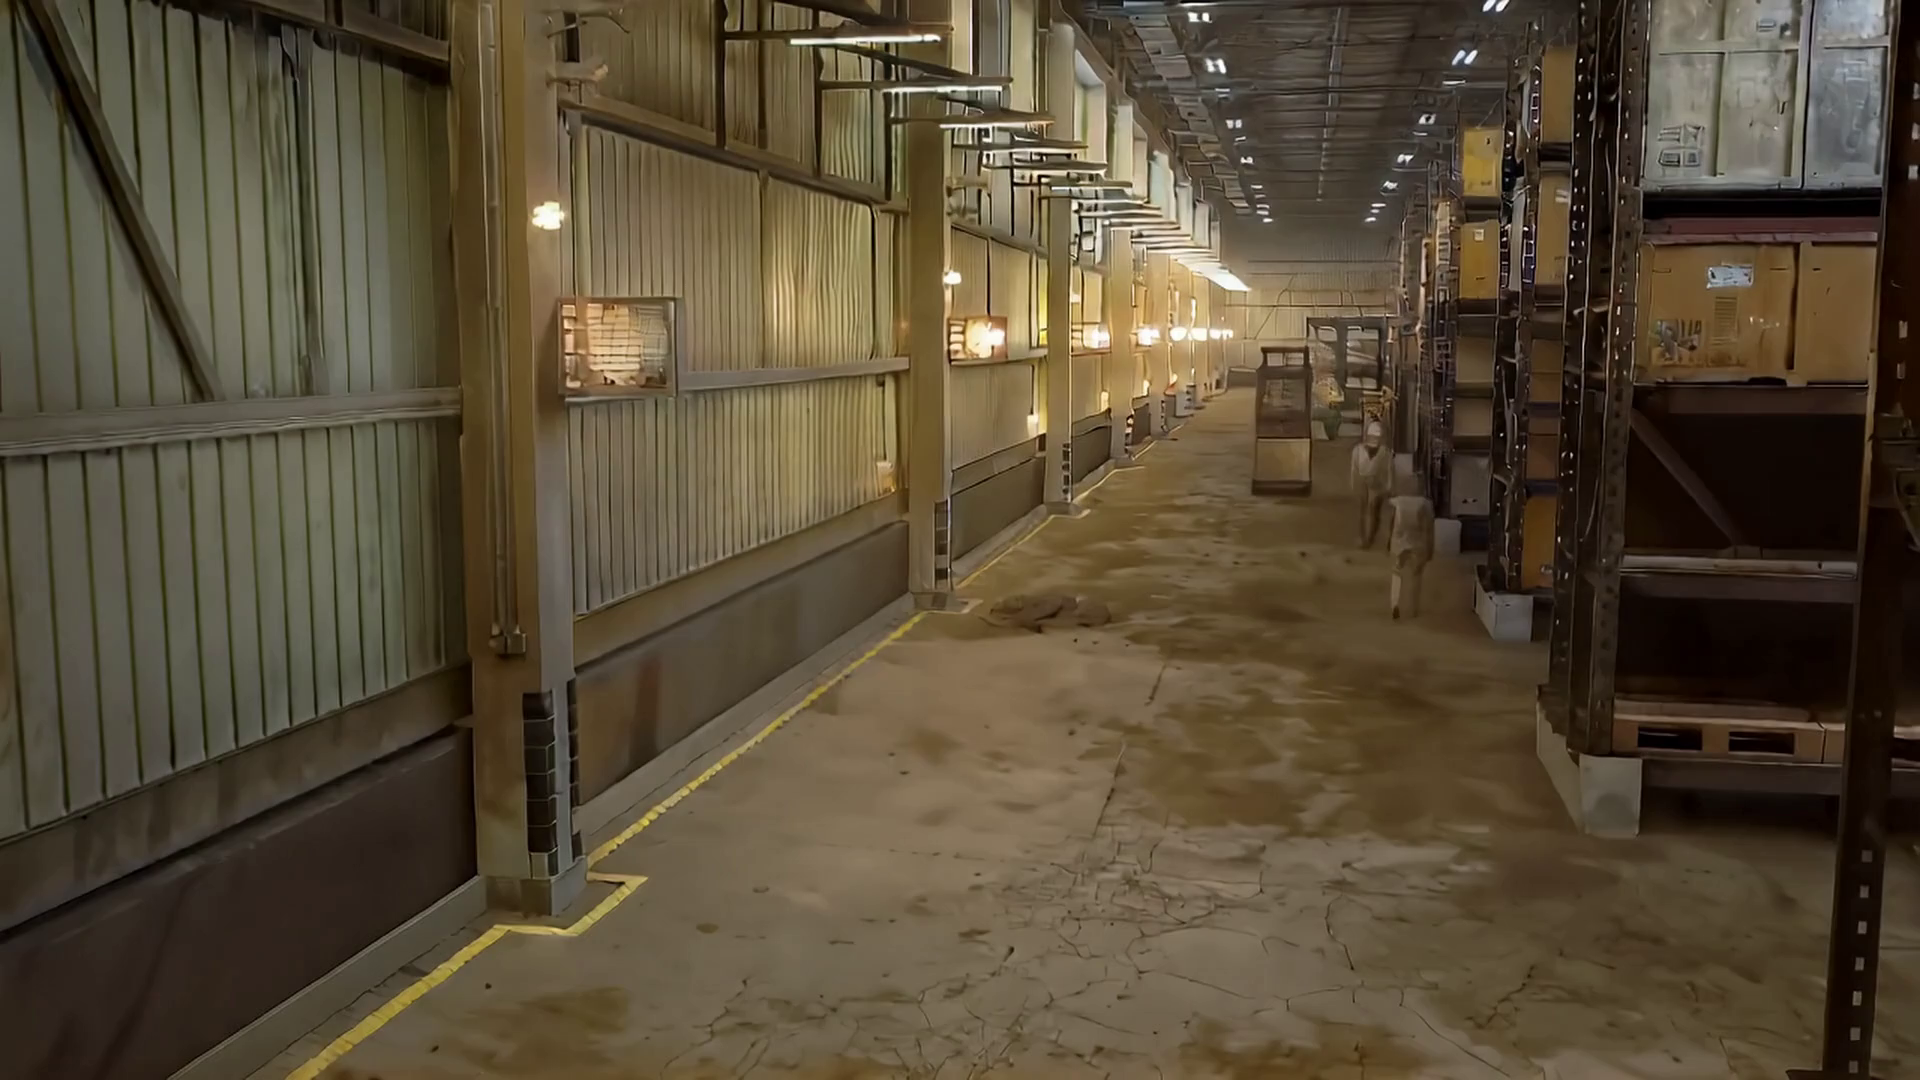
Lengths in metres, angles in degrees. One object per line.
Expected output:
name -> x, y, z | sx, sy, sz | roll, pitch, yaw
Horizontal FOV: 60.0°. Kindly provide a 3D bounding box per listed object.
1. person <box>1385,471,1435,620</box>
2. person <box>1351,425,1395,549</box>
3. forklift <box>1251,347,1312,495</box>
person -> 4.806, 0.072, 17.781 | 0.541, 1.620, 0.600 | 4, 8, 27
person -> 5.940, -0.769, 23.914 | 0.607, 1.777, 0.986 | 2, 7, 13
forklift -> 6.201, -2.314, 31.916 | 1.129, 2.768, 1.873 | 1, 7, 12
